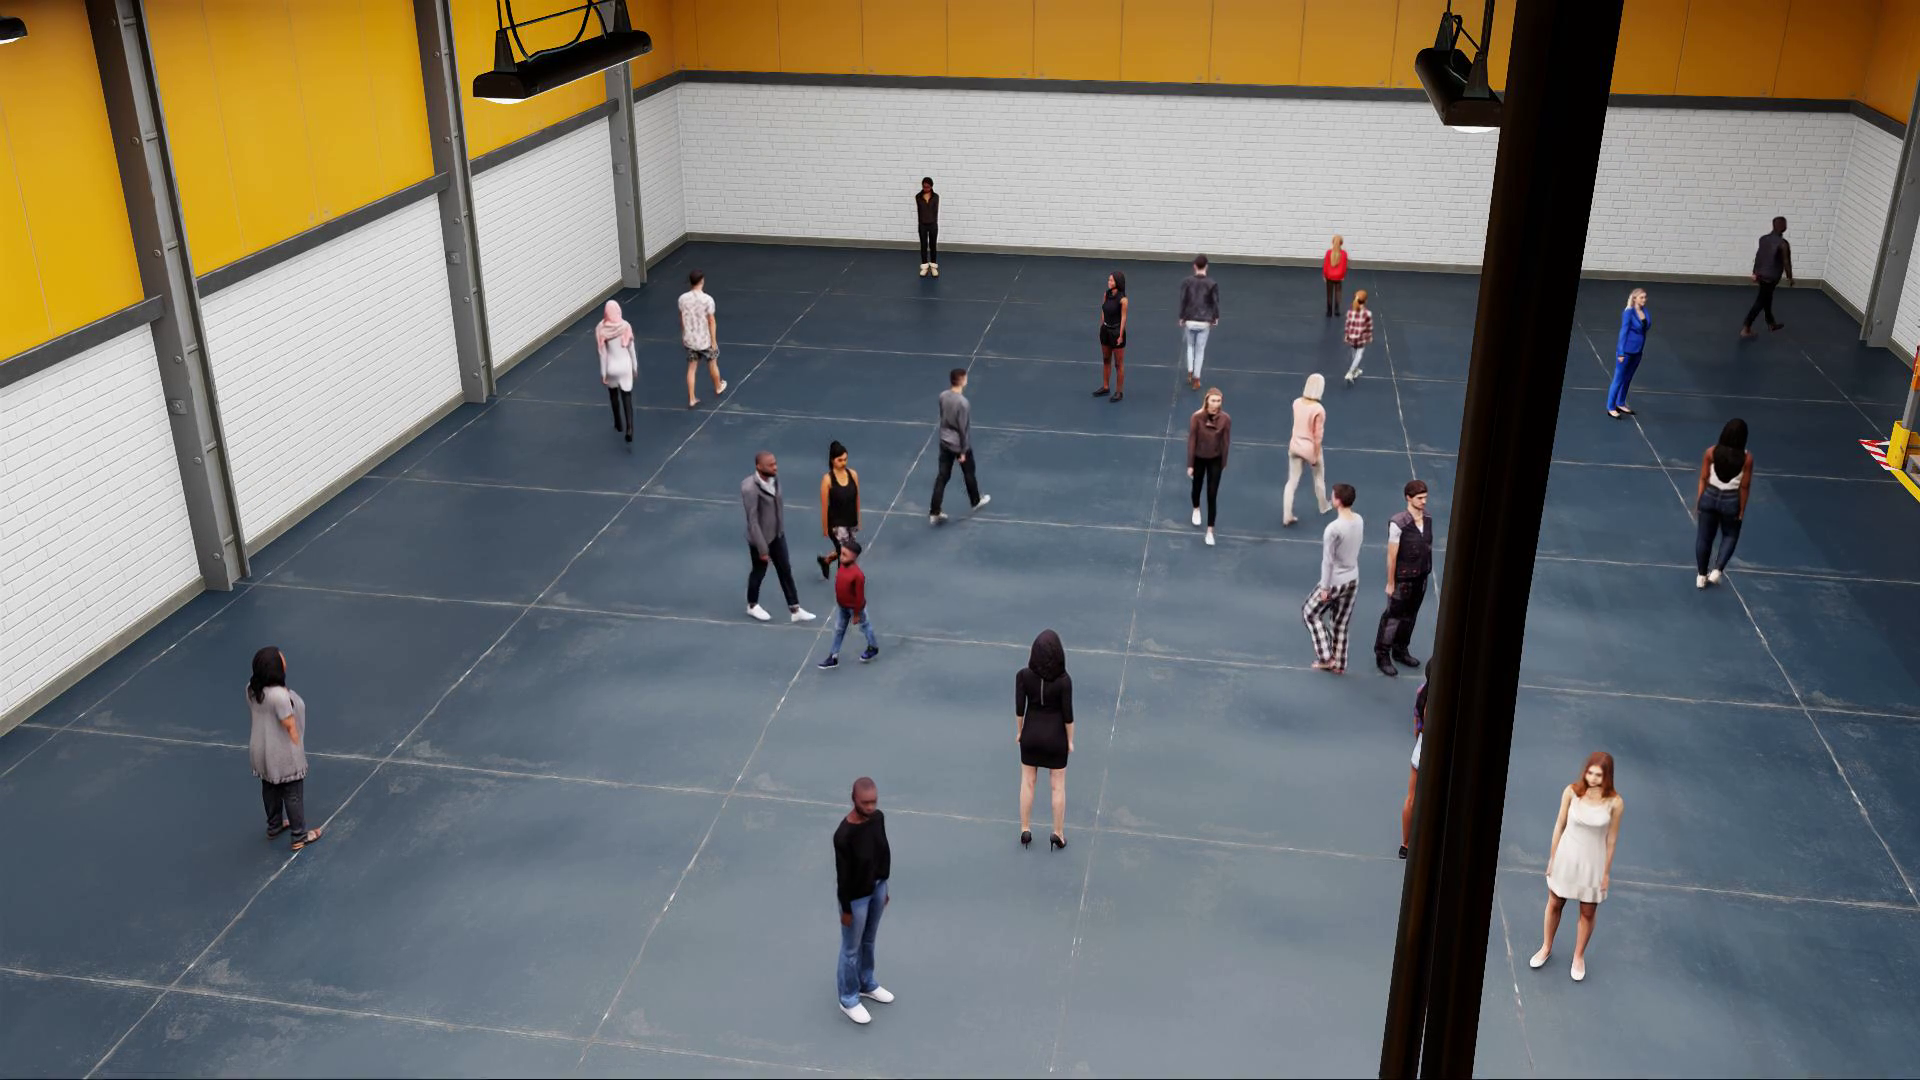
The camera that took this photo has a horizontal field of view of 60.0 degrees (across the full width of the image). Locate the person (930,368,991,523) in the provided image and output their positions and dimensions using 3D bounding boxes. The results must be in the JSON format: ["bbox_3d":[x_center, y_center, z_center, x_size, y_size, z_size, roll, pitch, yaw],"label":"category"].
[{"bbox_3d":[-0.117,-1.007,18.288,0.991,1.718,1.220,19,30,36],"label":"person"}]

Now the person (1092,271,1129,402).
[{"bbox_3d":[2.048,-2.733,22.208,0.720,1.741,0.674,-18,29,-35],"label":"person"}]

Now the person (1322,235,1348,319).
[{"bbox_3d":[5.833,-4.092,25.907,0.505,1.268,0.656,2,24,6],"label":"person"}]

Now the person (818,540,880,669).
[{"bbox_3d":[-0.938,0.582,15.271,0.929,1.224,0.824,-19,30,-37],"label":"person"}]

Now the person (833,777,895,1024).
[{"bbox_3d":[-0.637,2.281,10.731,0.738,1.747,0.627,16,28,33],"label":"person"}]

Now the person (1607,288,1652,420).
[{"bbox_3d":[8.683,-2.445,21.601,0.709,1.700,0.760,-16,28,-33],"label":"person"}]

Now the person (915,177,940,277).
[{"bbox_3d":[-0.548,-5.362,28.321,0.612,1.661,0.678,1,24,2],"label":"person"}]

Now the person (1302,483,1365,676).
[{"bbox_3d":[3.471,0.390,14.942,0.779,1.838,0.837,-15,28,-31],"label":"person"}]

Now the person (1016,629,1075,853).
[{"bbox_3d":[0.625,1.509,12.421,0.608,1.806,0.513,7,25,15],"label":"person"}]

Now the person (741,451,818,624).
[{"bbox_3d":[-1.936,-0.032,15.980,1.066,1.779,1.093,16,28,32],"label":"person"}]

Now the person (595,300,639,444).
[{"bbox_3d":[-4.222,-2.058,20.628,1.031,1.769,1.267,-8,25,-17],"label":"person"}]

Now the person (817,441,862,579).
[{"bbox_3d":[-1.218,-0.203,16.531,0.940,1.652,0.951,-20,31,-38],"label":"person"}]

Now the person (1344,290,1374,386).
[{"bbox_3d":[5.461,-2.778,22.874,0.799,1.290,0.967,19,30,37],"label":"person"}]

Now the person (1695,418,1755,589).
[{"bbox_3d":[7.582,-0.324,16.627,0.759,1.797,0.815,15,28,31],"label":"person"}]

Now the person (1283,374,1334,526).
[{"bbox_3d":[3.729,-0.962,18.219,0.948,1.691,1.095,21,31,40],"label":"person"}]

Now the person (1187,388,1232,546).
[{"bbox_3d":[2.650,-0.853,18.006,0.660,1.662,1.109,2,24,4],"label":"person"}]

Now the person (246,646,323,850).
[{"bbox_3d":[-5.164,1.558,12.563,0.734,1.603,0.774,13,27,28],"label":"person"}]

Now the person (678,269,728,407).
[{"bbox_3d":[-3.477,-2.627,21.916,0.753,1.781,1.056,6,24,13],"label":"person"}]

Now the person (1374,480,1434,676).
[{"bbox_3d":[4.052,0.317,15.097,0.746,1.848,0.803,-15,28,-31],"label":"person"}]

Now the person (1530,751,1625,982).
[{"bbox_3d":[4.145,2.140,11.103,0.624,1.706,0.631,13,27,27],"label":"person"}]

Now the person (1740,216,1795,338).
[{"bbox_3d":[11.952,-3.881,24.765,1.035,1.797,1.122,-4,24,-10],"label":"person"}]

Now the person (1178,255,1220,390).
[{"bbox_3d":[3.204,-2.921,22.539,0.729,1.820,0.780,7,25,17],"label":"person"}]
